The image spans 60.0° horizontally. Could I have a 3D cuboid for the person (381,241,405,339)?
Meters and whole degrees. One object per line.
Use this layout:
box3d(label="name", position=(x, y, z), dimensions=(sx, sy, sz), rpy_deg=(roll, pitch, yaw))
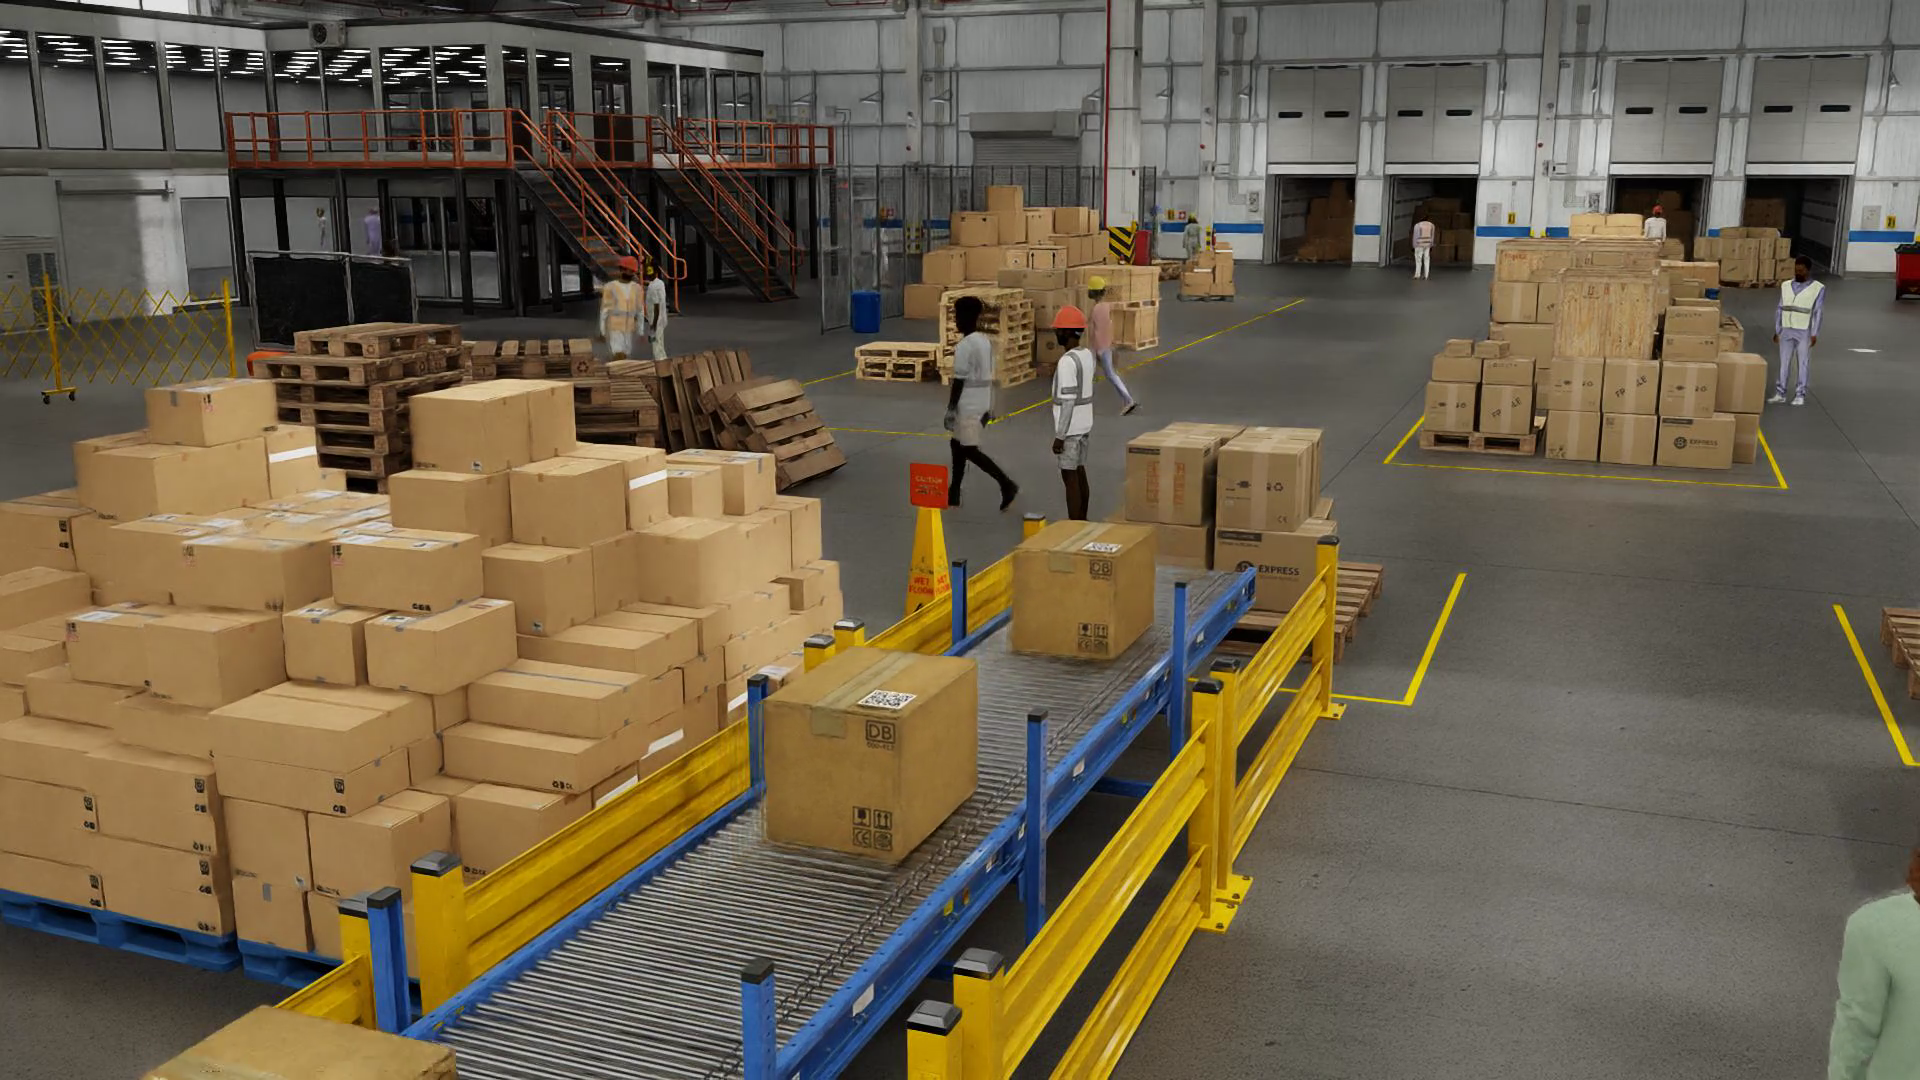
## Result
box3d(label="person", position=(-9.532, -4.062, 27.779), dimensions=(0.606, 1.827, 0.555), rpy_deg=(-2, 13, -8))

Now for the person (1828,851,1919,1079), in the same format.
box3d(label="person", position=(2.343, 1.351, 3.998), dimensions=(0.503, 1.607, 0.686), rpy_deg=(3, 13, 14))

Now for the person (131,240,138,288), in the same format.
box3d(label="person", position=(-17.681, -5.717, 35.666), dimensions=(0.523, 1.601, 0.446), rpy_deg=(8, 15, 31))

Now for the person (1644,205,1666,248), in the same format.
box3d(label="person", position=(19.852, -8.550, 47.542), dimensions=(0.619, 1.991, 0.399), rpy_deg=(1, 13, 3))

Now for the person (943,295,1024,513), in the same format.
box3d(label="person", position=(0.143, -1.193, 14.689), dimensions=(0.870, 1.935, 0.611), rpy_deg=(3, 13, 15))

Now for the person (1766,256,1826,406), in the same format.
box3d(label="person", position=(10.814, -2.700, 21.480), dimensions=(0.392, 1.916, 0.592), rpy_deg=(-9, 15, -34))

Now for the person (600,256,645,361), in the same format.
box3d(label="person", position=(-4.394, -2.748, 21.734), dimensions=(0.578, 1.893, 0.654), rpy_deg=(-11, 17, -41))

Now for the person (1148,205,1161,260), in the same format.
box3d(label="person", position=(6.004, -9.504, 52.035), dimensions=(0.657, 1.896, 0.684), rpy_deg=(-3, 13, -13))

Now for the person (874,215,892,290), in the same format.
box3d(label="person", position=(-1.899, -7.249, 41.996), dimensions=(0.650, 1.860, 0.580), rpy_deg=(-1, 13, -6))

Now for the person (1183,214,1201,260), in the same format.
box3d(label="person", position=(6.836, -8.774, 49.178), dimensions=(0.505, 1.709, 0.775), rpy_deg=(-1, 13, -4))

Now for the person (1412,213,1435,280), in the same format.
box3d(label="person", position=(12.696, -8.061, 45.696), dimensions=(0.633, 1.841, 0.429), rpy_deg=(-4, 13, -17))

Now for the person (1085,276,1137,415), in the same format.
box3d(label="person", position=(1.763, -2.387, 20.491), dimensions=(0.863, 1.727, 0.523), rpy_deg=(6, 14, 24))

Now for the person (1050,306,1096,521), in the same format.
box3d(label="person", position=(0.881, -0.911, 13.406), dimensions=(0.357, 1.938, 0.542), rpy_deg=(5, 14, 22))

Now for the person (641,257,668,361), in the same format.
box3d(label="person", position=(-4.076, -2.837, 22.223), dimensions=(0.326, 1.862, 0.519), rpy_deg=(0, 13, -1))
